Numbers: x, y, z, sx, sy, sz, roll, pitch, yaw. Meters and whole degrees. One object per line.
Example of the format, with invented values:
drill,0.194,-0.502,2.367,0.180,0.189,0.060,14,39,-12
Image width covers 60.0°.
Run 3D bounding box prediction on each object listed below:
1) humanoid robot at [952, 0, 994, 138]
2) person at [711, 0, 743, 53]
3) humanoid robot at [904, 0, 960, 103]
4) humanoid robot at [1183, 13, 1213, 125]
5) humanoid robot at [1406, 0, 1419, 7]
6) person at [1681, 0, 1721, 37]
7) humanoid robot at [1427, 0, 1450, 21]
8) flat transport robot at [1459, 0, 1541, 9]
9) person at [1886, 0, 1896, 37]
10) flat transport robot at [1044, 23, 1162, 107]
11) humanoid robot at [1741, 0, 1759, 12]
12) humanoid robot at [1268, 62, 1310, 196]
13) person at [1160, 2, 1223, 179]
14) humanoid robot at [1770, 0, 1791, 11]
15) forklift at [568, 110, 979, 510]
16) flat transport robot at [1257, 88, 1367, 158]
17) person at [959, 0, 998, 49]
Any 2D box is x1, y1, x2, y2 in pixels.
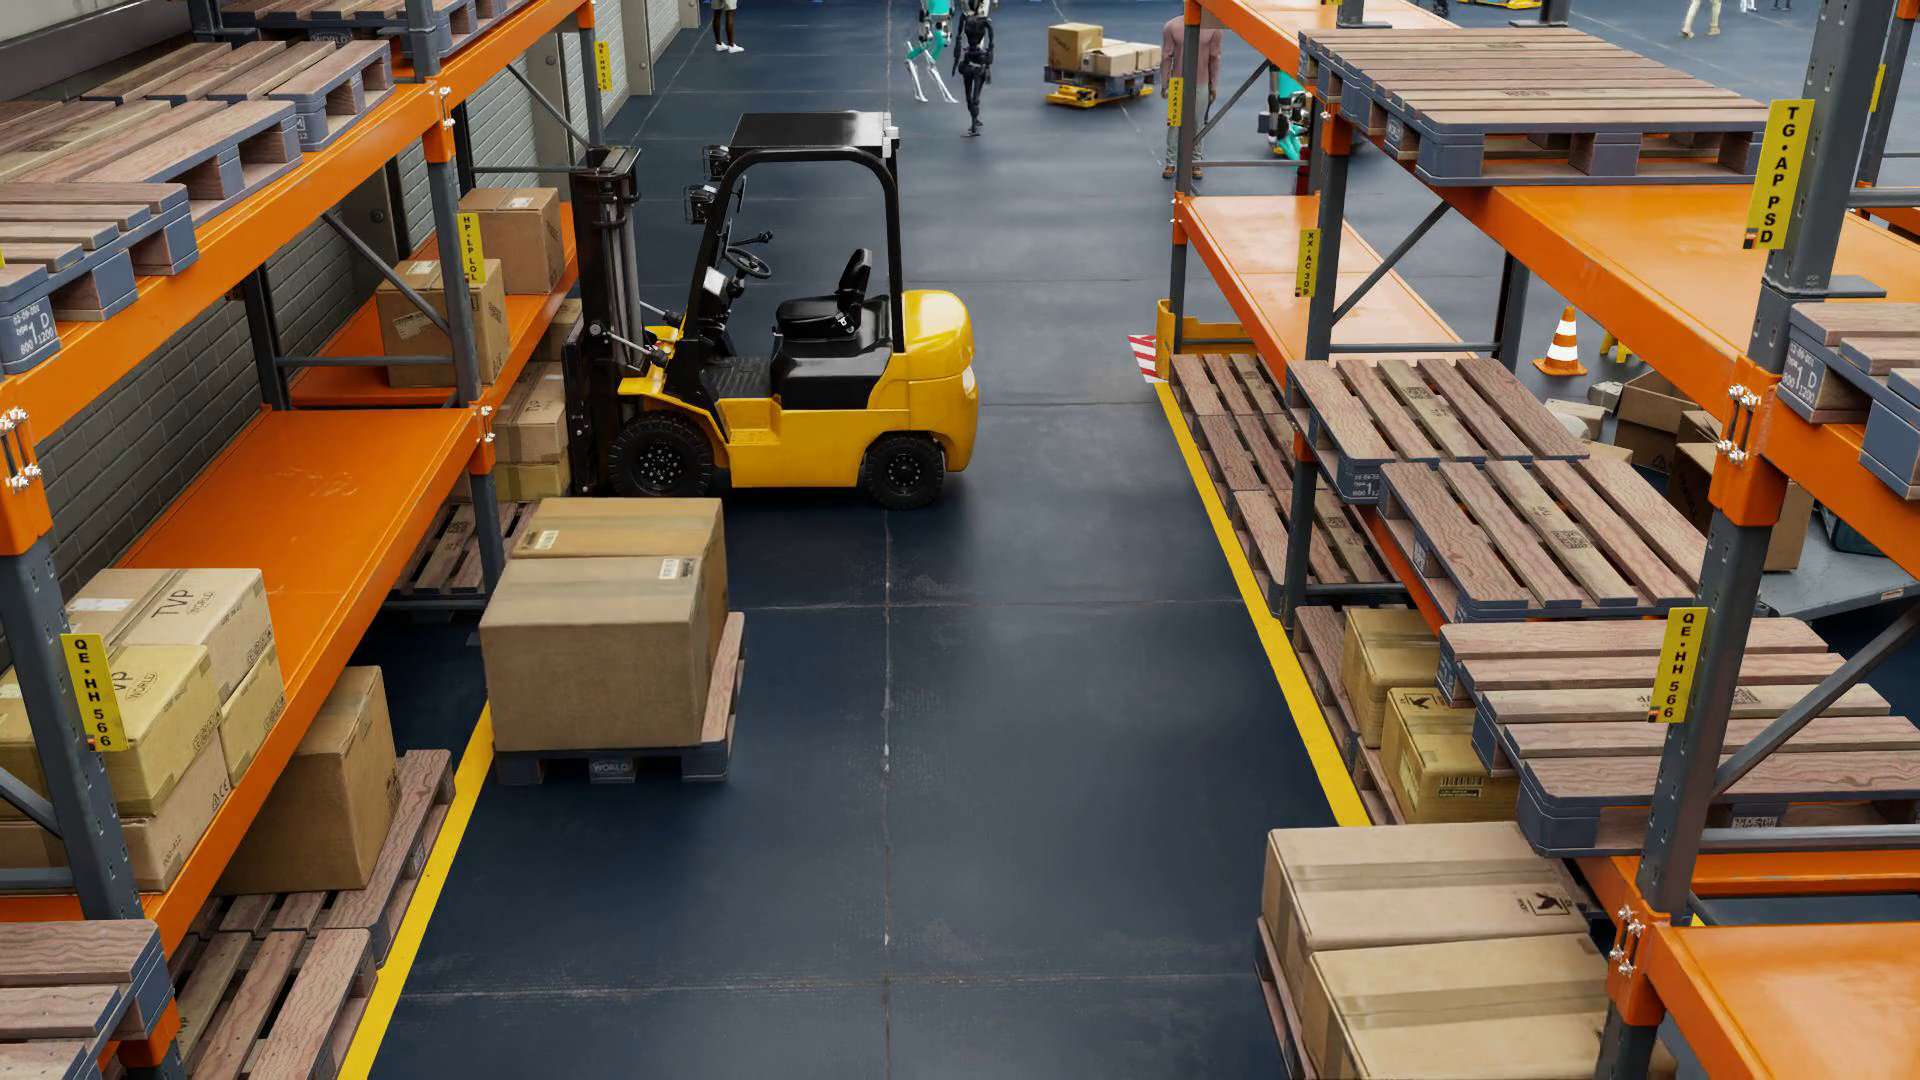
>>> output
humanoid robot,0.144,-5.612,19.567,0.611,1.631,0.611,20,32,35
person,-3.579,-8.319,25.028,0.549,1.895,0.384,16,30,31
humanoid robot,-0.416,-6.505,21.344,0.552,1.766,0.737,-19,31,-34
humanoid robot,2.837,-5.777,19.895,0.612,1.655,0.311,19,31,35
humanoid robot,8.168,-10.310,29.507,0.609,1.636,0.521,5,26,11
person,11.911,-8.943,26.402,0.990,1.848,0.557,-22,33,-39
humanoid robot,6.407,-7.007,22.498,0.499,1.639,0.589,15,29,29
flat transport robot,9.701,-9.762,29.977,0.659,0.231,1.431,-16,30,-30
person,14.769,-8.951,26.523,0.528,1.753,0.494,-10,27,-19
flat transport robot,1.841,-5.886,21.769,0.659,0.231,1.431,22,33,39
humanoid robot,13.948,-10.142,29.078,0.538,1.797,0.672,-2,25,-4
humanoid robot,3.282,-3.834,15.831,0.780,1.895,0.544,23,34,40
person,2.409,-4.783,17.480,0.630,1.940,0.370,3,25,7
humanoid robot,14.481,-10.130,29.095,0.380,1.649,0.589,-21,32,-37
forklift,-1.043,-1.379,9.976,2.313,2.155,1.214,-1,25,-2
flat transport robot,4.136,-4.594,19.032,0.659,0.231,1.431,14,29,28
person,0.299,-8.035,24.658,0.583,1.687,0.849,5,26,10
